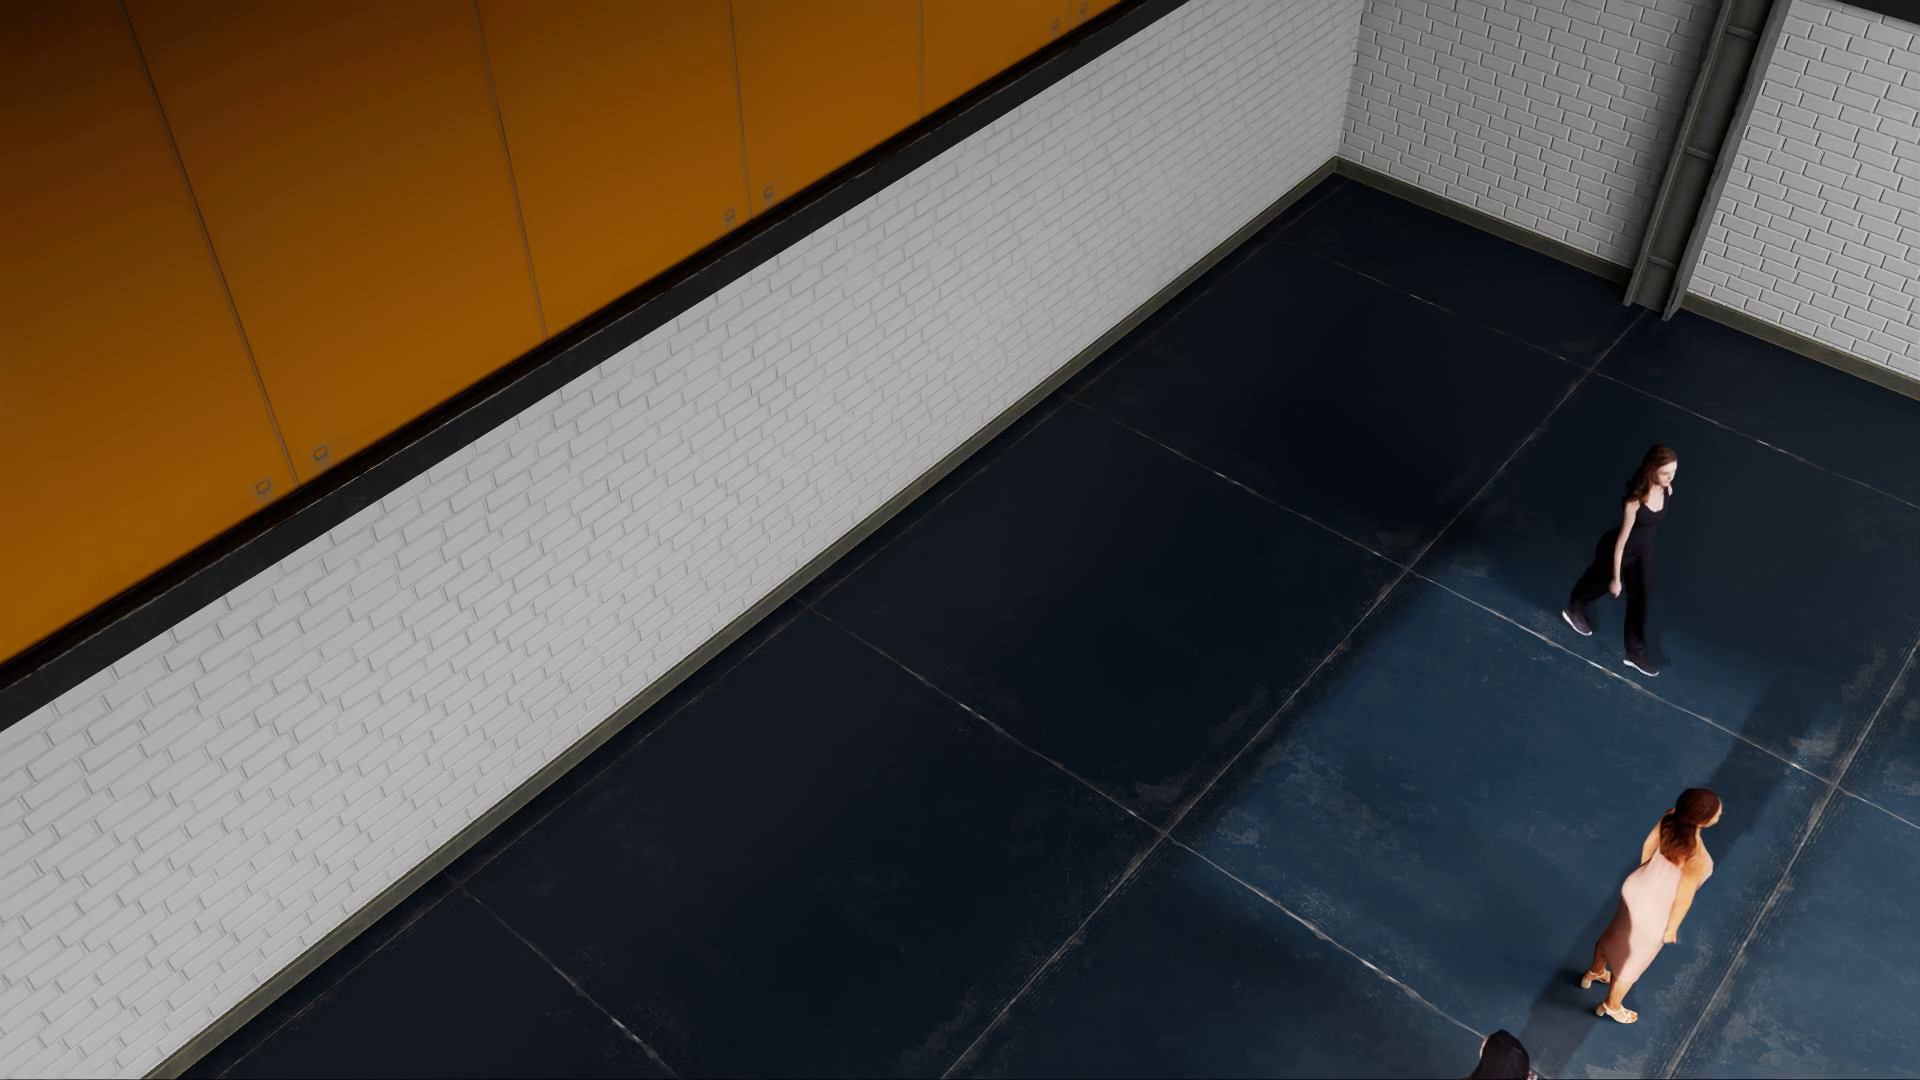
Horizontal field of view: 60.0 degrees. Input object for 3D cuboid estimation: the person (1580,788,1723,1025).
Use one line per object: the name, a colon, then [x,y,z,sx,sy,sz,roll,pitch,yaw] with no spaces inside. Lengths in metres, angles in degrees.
person: [3.611,1.895,8.700,0.710,1.831,0.654,-2,44,-2]

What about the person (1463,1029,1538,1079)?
person: [2.394,2.832,7.789,0.655,1.731,0.697,-7,44,-7]

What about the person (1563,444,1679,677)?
person: [4.227,0.021,10.755,0.855,1.710,1.102,-19,47,-19]
